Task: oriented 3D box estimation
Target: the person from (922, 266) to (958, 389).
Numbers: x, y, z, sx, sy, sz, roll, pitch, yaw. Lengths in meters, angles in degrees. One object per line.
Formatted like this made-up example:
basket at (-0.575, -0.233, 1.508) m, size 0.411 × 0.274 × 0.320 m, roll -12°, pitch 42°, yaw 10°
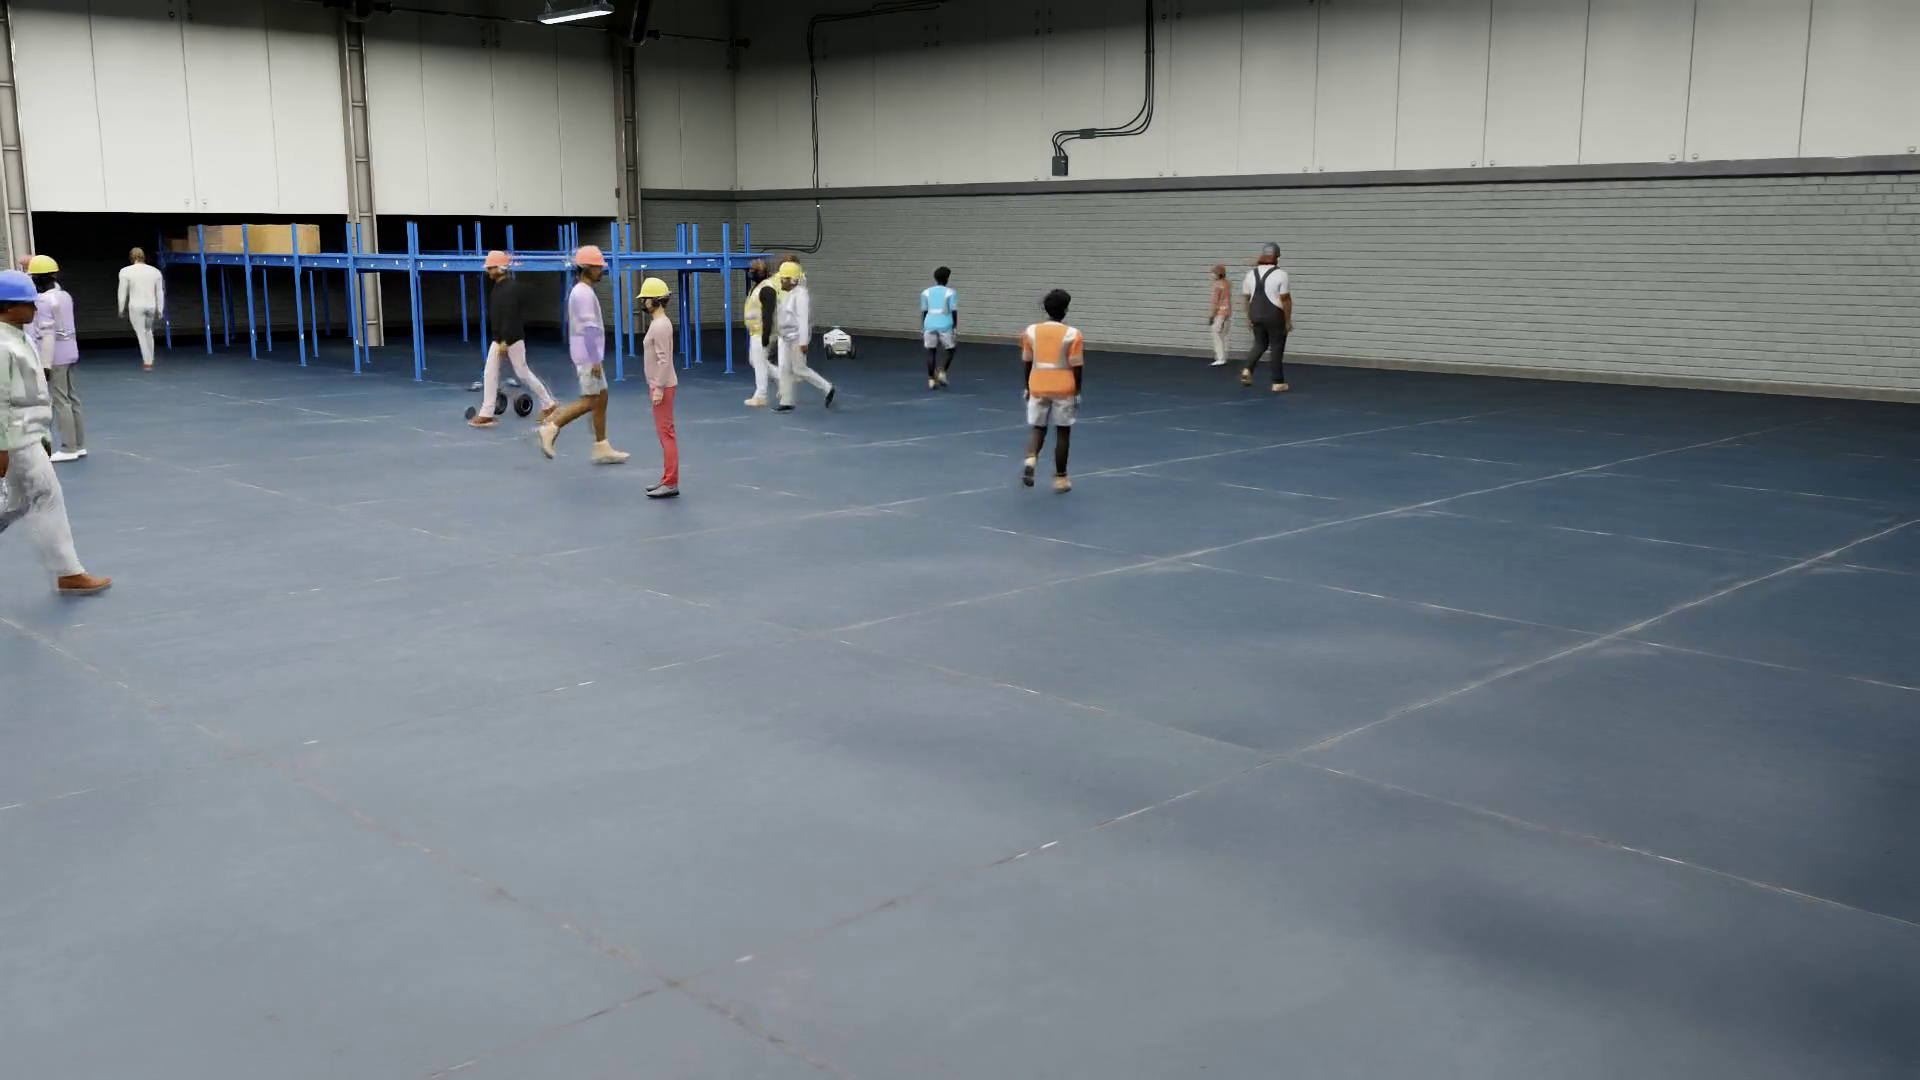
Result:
person at (-0.278, -2.933, 22.974) m, size 0.560 × 1.673 × 0.363 m, roll 4°, pitch 11°, yaw 22°

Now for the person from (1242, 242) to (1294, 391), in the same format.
person at (4.226, -3.027, 22.650) m, size 0.611 × 2.000 × 0.701 m, roll -9°, pitch 14°, yaw -41°

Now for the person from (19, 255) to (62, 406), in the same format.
person at (-11.255, -2.527, 20.259) m, size 0.651 × 1.881 × 0.857 m, roll -6°, pitch 12°, yaw -31°

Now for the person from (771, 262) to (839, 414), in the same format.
person at (-1.884, -2.420, 19.883) m, size 0.723 × 1.812 × 0.609 m, roll -4°, pitch 11°, yaw -22°

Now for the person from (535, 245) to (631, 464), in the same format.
person at (-3.511, -1.703, 15.378) m, size 0.771 × 2.026 × 0.633 m, roll -2°, pitch 11°, yaw -12°

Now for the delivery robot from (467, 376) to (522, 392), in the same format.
delivery robot at (-5.446, -1.876, 19.466) m, size 0.335 × 0.223 × 0.698 m, roll 6°, pitch 12°, yaw 30°

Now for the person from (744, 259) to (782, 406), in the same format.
person at (-2.415, -2.591, 20.751) m, size 0.558 × 1.824 × 0.621 m, roll -4°, pitch 11°, yaw -19°

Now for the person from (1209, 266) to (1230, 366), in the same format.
person at (4.242, -3.634, 27.058) m, size 0.347 × 1.617 × 0.582 m, roll 6°, pitch 12°, yaw 31°

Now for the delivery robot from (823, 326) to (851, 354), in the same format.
delivery robot at (-2.131, -3.461, 28.816) m, size 0.477 × 0.478 × 0.707 m, roll -4°, pitch 11°, yaw -18°

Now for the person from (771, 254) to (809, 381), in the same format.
person at (-2.455, -3.248, 24.286) m, size 0.625 × 1.844 × 0.429 m, roll 5°, pitch 12°, yaw 26°

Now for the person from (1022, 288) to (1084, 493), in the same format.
person at (0.748, -1.216, 13.632) m, size 0.543 × 1.679 × 0.482 m, roll 4°, pitch 11°, yaw 23°

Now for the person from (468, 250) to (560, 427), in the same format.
person at (-5.001, -2.251, 18.563) m, size 1.001 × 1.952 × 0.607 m, roll -9°, pitch 14°, yaw -41°

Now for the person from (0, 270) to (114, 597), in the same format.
person at (-5.553, -0.609, 9.698) m, size 0.900 × 1.921 × 0.609 m, roll -4°, pitch 11°, yaw -19°

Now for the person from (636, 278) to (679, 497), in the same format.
person at (-2.458, -1.241, 13.547) m, size 0.310 × 1.768 × 0.533 m, roll -2°, pitch 11°, yaw -10°

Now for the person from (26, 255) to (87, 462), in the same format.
person at (-8.511, -1.703, 15.630) m, size 0.386 × 1.922 × 0.593 m, roll -2°, pitch 11°, yaw -9°

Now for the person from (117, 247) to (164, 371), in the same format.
person at (-12.928, -3.633, 26.192) m, size 0.713 × 1.916 × 0.638 m, roll 7°, pitch 13°, yaw 35°

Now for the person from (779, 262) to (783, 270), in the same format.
person at (-3.464, -4.767, 33.255) m, size 0.507 × 1.587 × 0.859 m, roll -4°, pitch 11°, yaw -21°
